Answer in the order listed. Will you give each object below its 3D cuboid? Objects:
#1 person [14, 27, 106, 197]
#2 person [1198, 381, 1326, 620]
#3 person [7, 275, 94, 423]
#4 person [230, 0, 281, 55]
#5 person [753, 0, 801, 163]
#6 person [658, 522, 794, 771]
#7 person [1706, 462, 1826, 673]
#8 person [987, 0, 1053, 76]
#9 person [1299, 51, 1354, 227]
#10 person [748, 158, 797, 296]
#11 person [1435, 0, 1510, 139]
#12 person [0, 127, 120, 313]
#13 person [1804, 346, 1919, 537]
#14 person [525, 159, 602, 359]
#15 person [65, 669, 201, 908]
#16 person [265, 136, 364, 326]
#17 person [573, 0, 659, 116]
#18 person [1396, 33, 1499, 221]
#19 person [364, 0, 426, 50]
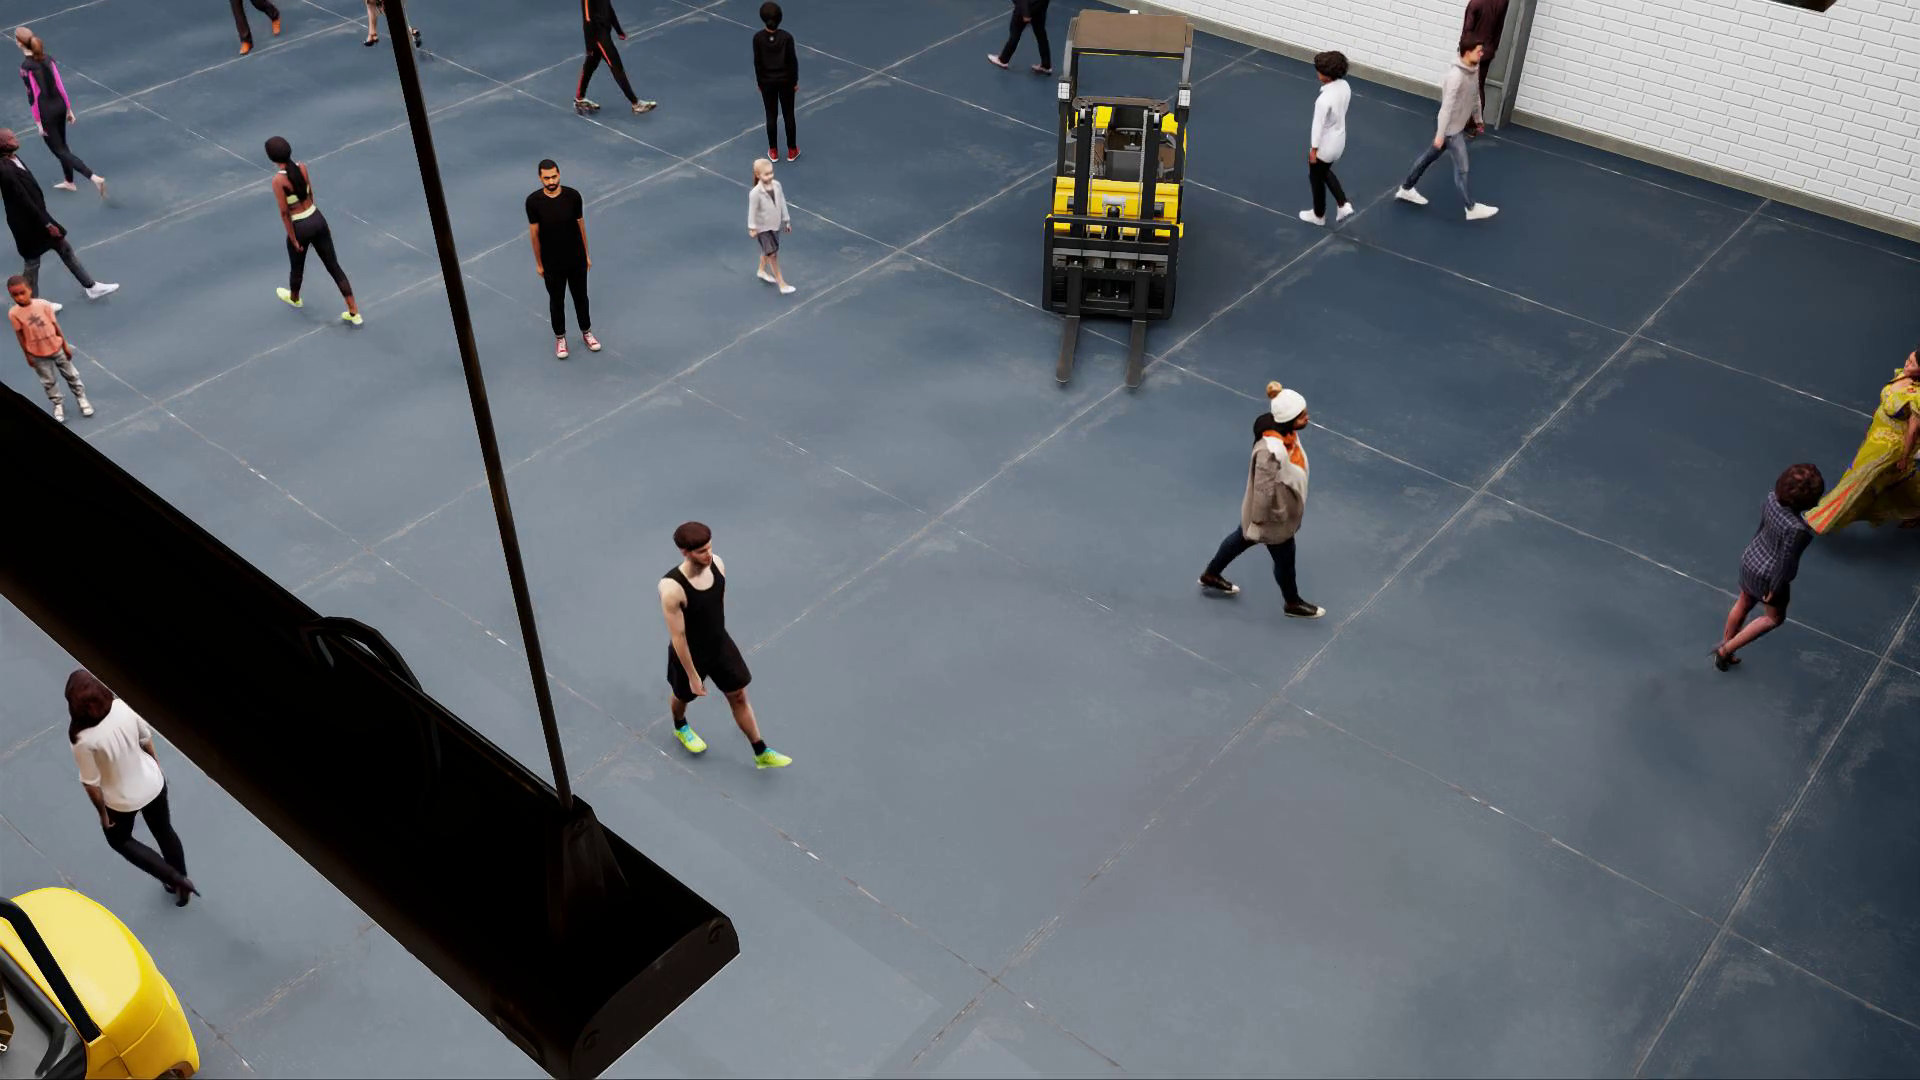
[{"bbox_3d":[-8.809,-4.133,16.237,1.083,1.725,0.759,15,41,18],"label":"person"},{"bbox_3d":[2.011,-0.273,11.308,1.260,1.845,1.035,9,40,11],"label":"person"},{"bbox_3d":[-7.340,-1.556,13.348,0.542,1.304,0.568,-19,43,-23],"label":"person"},{"bbox_3d":[-8.346,-6.642,19.334,1.158,1.782,1.148,2,39,2],"label":"person"},{"bbox_3d":[-1.861,-4.666,16.945,0.670,1.674,0.744,0,39,0],"label":"person"},{"bbox_3d":[-1.654,0.639,10.169,1.140,1.842,0.694,26,45,29],"label":"person"},{"bbox_3d":[5.158,0.218,10.818,0.814,1.689,0.750,-5,39,-6],"label":"person"},{"bbox_3d":[0.871,-5.977,18.662,1.052,1.580,0.786,18,42,22],"label":"person"},{"bbox_3d":[3.535,-3.725,15.680,0.686,1.784,0.788,-30,48,-32],"label":"person"},{"bbox_3d":[-1.775,-2.866,15.032,0.834,1.249,0.545,31,48,33],"label":"person"},{"bbox_3d":[5.367,-5.074,17.304,0.770,1.864,0.737,-17,42,-20],"label":"person"},{"bbox_3d":[-8.202,-2.742,14.491,1.057,1.730,1.059,-8,39,-10],"label":"person"},{"bbox_3d":[6.814,-0.683,12.004,1.317,1.617,1.096,6,39,8],"label":"person"},{"bbox_3d":[-3.356,-2.392,14.030,0.716,1.759,0.718,-16,41,-20],"label":"person"},{"bbox_3d":[-4.513,1.443,9.209,0.742,1.783,0.691,18,42,21],"label":"person"},{"bbox_3d":[-5.559,-2.627,14.371,1.170,1.700,0.666,23,44,26],"label":"person"},{"bbox_3d":[-3.943,-5.385,17.780,1.242,1.757,1.127,0,39,0],"label":"person"},{"bbox_3d":[4.644,-3.990,15.998,1.311,1.800,0.838,20,43,23],"label":"person"},{"bbox_3d":[-6.660,-6.403,19.068,1.244,1.739,0.886,14,41,17],"label":"person"}]
